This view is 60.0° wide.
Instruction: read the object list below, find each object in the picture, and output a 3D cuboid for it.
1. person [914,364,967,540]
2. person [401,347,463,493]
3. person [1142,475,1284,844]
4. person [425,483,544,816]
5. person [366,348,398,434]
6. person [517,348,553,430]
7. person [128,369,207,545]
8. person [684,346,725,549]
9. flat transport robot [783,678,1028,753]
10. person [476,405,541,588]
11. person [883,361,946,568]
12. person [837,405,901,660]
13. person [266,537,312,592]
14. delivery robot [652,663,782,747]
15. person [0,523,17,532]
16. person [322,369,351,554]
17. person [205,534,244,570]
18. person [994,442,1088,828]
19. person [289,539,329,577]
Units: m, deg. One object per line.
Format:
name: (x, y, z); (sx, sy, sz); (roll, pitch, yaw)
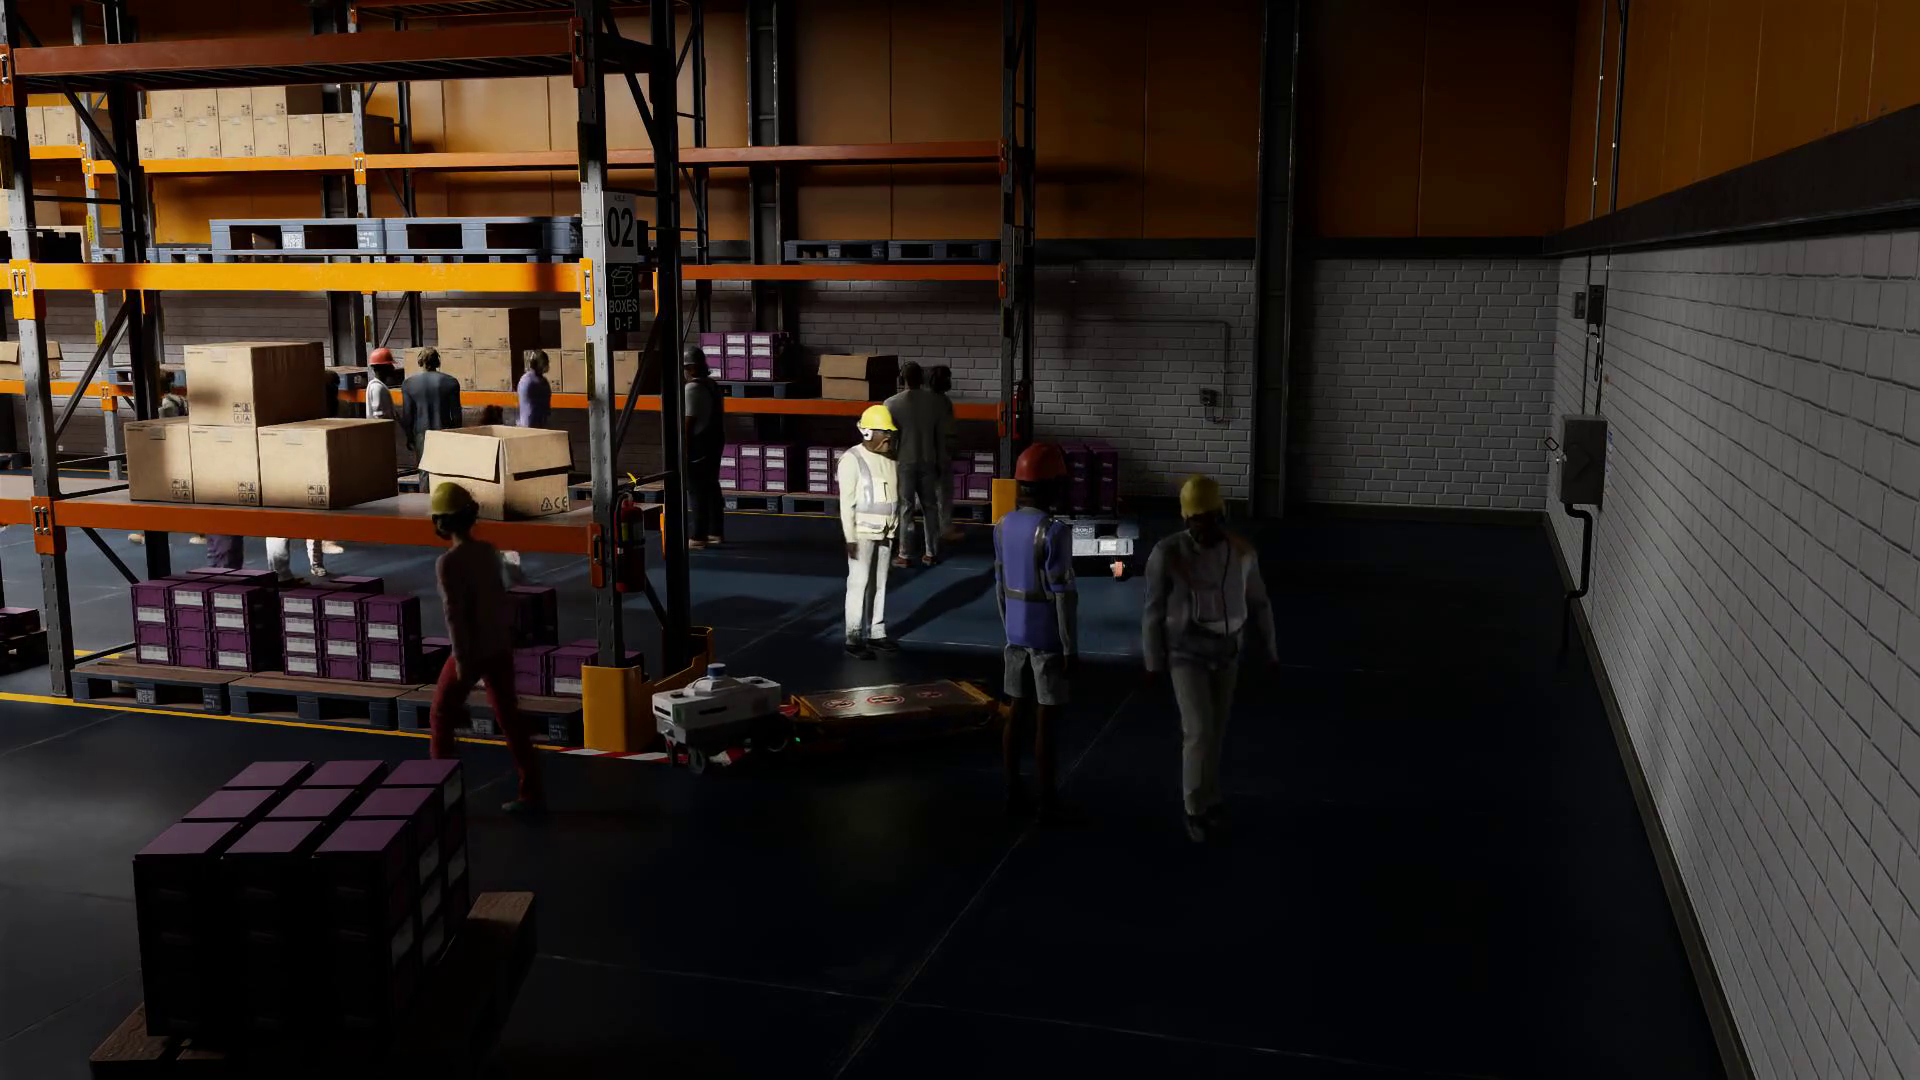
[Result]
person: (-0.276, -0.897, 17.117); (0.617, 1.824, 0.628); (3, 10, 16)
person: (-5.794, -1.150, 18.297); (0.629, 1.940, 0.373); (-3, 10, -20)
person: (1.259, 0.578, 8.147); (0.664, 1.803, 0.585); (-4, 10, -25)
person: (-2.520, 0.571, 8.481); (0.821, 1.717, 0.534); (3, 10, 17)
person: (-6.252, -1.113, 18.061); (0.369, 1.942, 0.545); (-3, 10, -19)
person: (-4.928, -1.251, 19.065); (0.967, 1.900, 0.633); (2, 10, 12)
person: (-7.997, -0.817, 16.727); (0.921, 1.795, 0.581); (1, 9, 4)
person: (-2.643, -0.940, 16.705); (0.541, 2.000, 0.689); (3, 10, 20)
flat transport robot: (-0.373, 1.042, 10.004); (1.431, 0.197, 0.652); (-4, 10, -21)
person: (-3.966, -0.367, 14.453); (0.633, 1.617, 0.545); (-4, 10, -21)
person: (-0.436, -0.701, 15.568); (0.629, 1.937, 0.379); (-4, 10, -23)
person: (-0.632, -0.062, 12.023); (0.403, 1.830, 0.595); (7, 12, 38)
person: (-5.916, -0.497, 14.486); (0.359, 1.883, 0.575); (-5, 11, -28)
delivery robot: (-1.379, 0.945, 9.451); (0.707, 0.478, 0.477); (-7, 12, -37)
person: (-10.292, -0.927, 17.240); (0.969, 1.833, 0.607); (-6, 11, -30)
person: (-6.312, -0.787, 16.448); (0.618, 1.821, 0.657); (7, 11, 35)
person: (-5.695, -0.238, 12.881); (0.398, 1.897, 0.663); (-6, 11, -34)
person: (0.406, 0.474, 8.386); (0.351, 1.942, 0.545); (-7, 12, -38)
person: (-6.003, -0.643, 15.030); (0.612, 1.997, 0.375); (-5, 11, -29)
